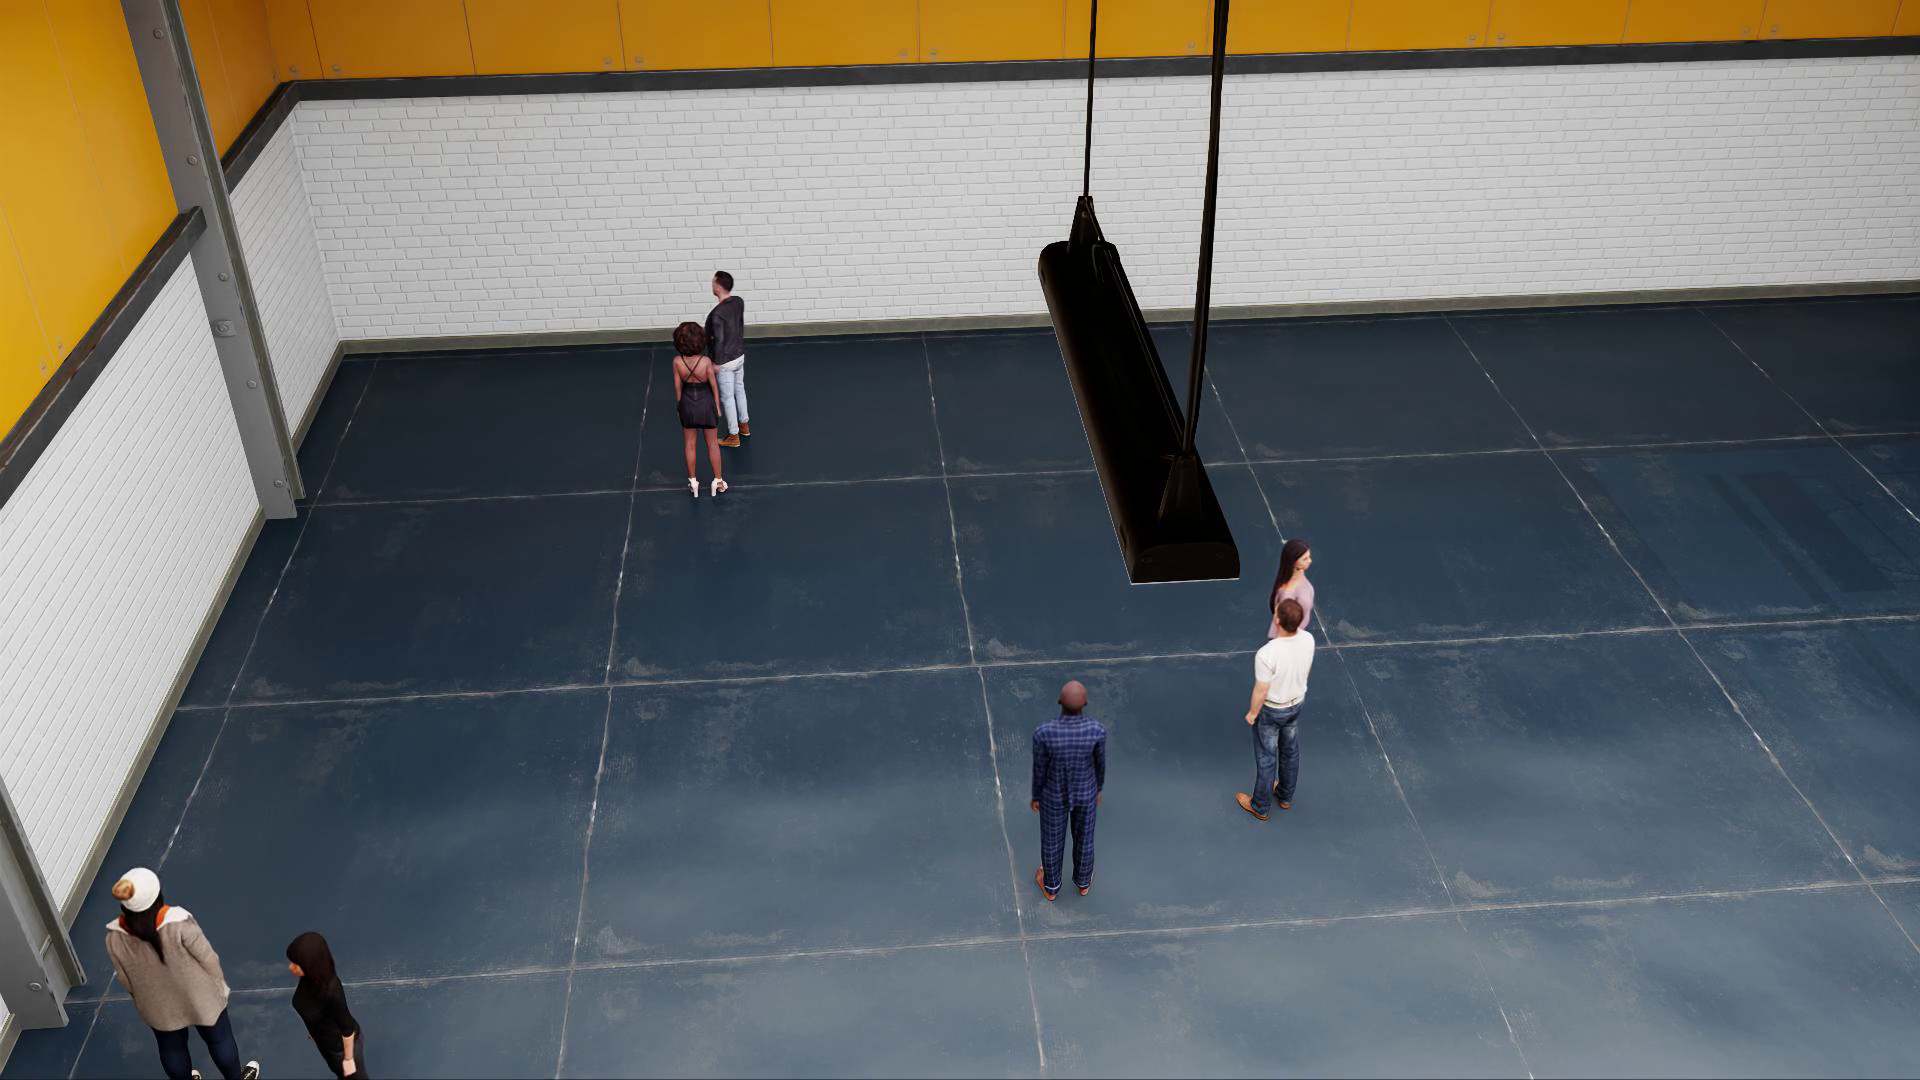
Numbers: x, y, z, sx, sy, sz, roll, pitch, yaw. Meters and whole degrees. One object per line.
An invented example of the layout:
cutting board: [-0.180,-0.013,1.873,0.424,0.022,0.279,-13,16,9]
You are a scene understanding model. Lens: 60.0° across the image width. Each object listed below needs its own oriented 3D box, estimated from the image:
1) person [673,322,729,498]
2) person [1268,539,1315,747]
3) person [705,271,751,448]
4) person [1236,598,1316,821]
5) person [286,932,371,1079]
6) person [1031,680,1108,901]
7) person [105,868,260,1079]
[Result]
person: [-2.432,-1.203,15.442,0.586,1.789,0.563,1,34,1]
person: [2.429,0.758,12.472,0.759,1.811,0.610,11,35,16]
person: [-2.255,-1.781,16.270,0.796,1.837,0.664,13,36,19]
person: [2.266,1.192,11.779,0.746,1.856,0.733,-18,38,-25]
person: [-3.557,2.835,9.501,0.633,1.642,0.689,24,40,32]
person: [0.730,1.670,11.093,0.656,1.819,0.599,-4,34,-7]
person: [-4.549,2.599,9.634,0.706,1.887,0.681,-6,34,-8]
